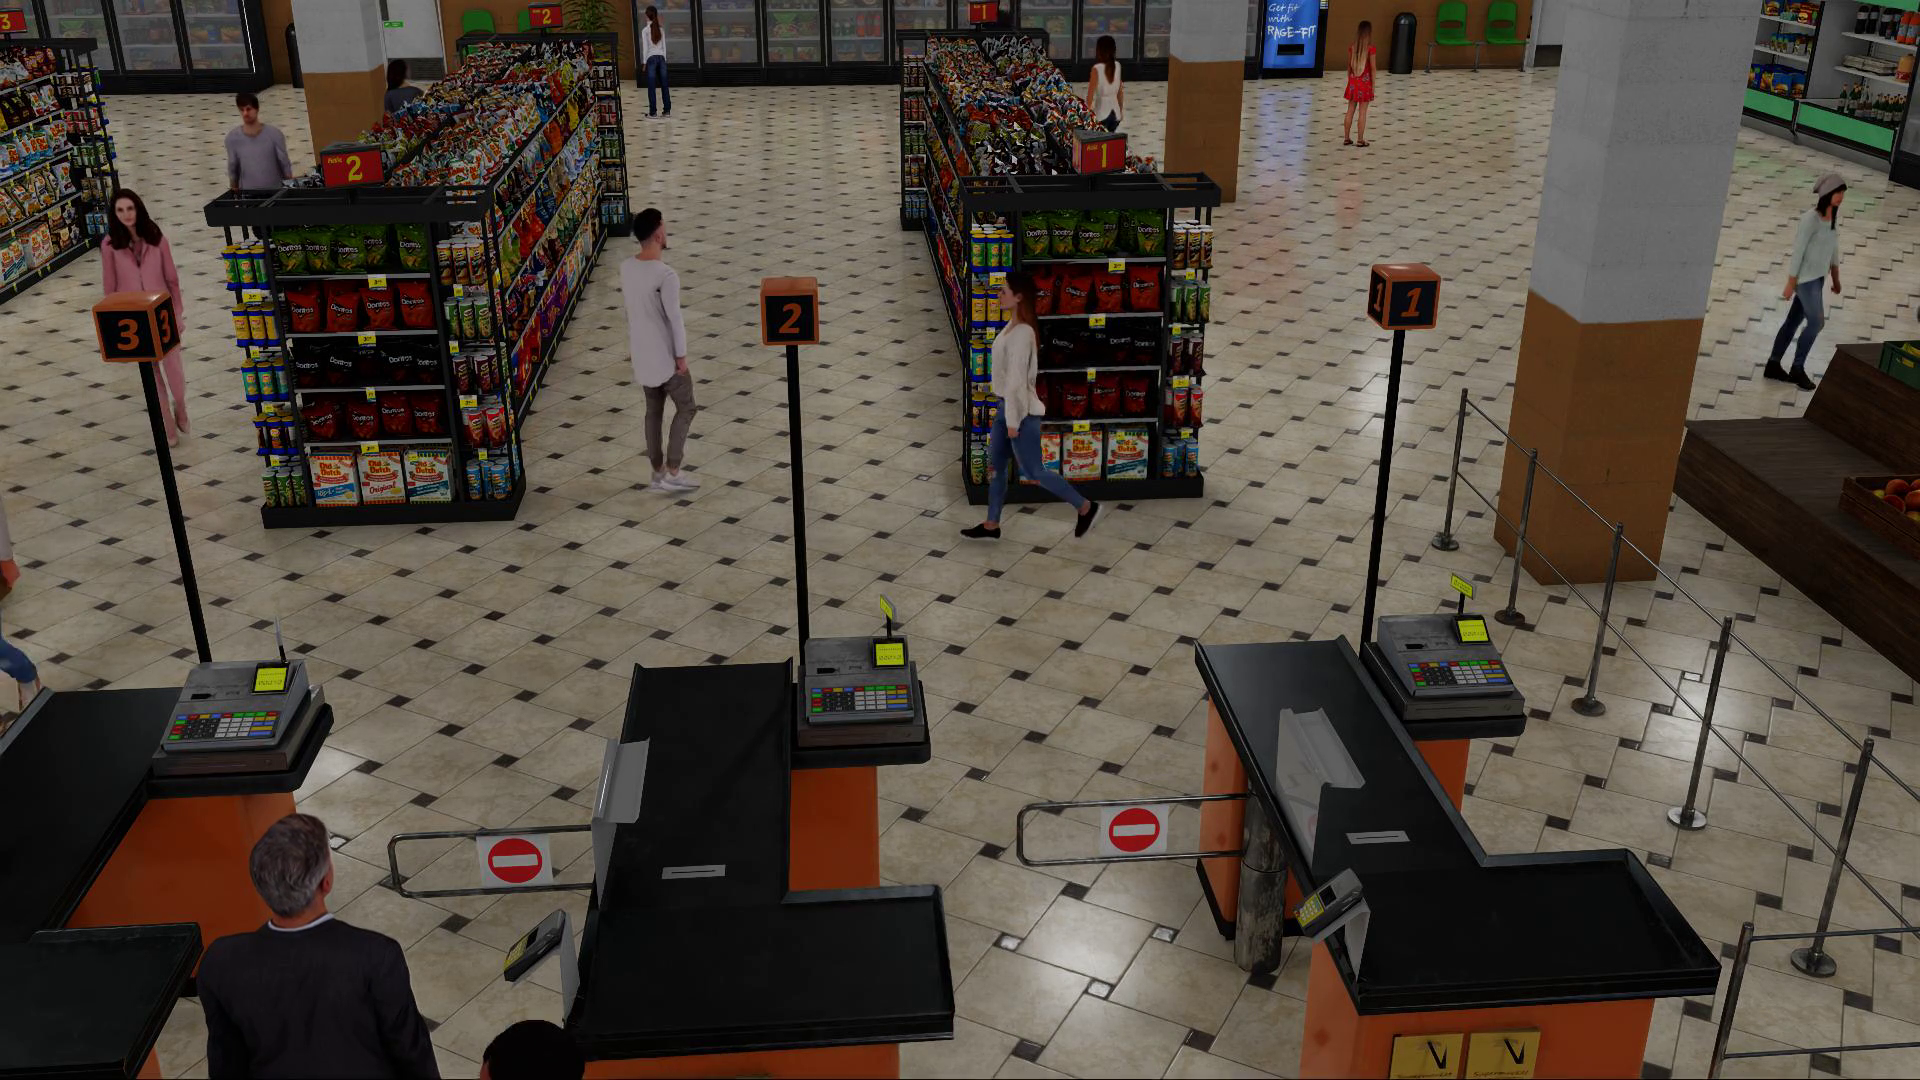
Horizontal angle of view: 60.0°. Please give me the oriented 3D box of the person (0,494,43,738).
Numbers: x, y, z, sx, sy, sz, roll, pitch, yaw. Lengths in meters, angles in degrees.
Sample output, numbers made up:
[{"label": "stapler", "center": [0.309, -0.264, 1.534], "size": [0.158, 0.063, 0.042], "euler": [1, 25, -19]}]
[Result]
[{"label": "person", "center": [-4.571, 0.087, 7.590], "size": [0.661, 1.890, 0.732], "euler": [-2, 24, -4]}]

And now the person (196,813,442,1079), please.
[{"label": "person", "center": [-1.631, 1.526, 4.366], "size": [0.724, 1.839, 0.567], "euler": [-1, 24, -3]}]

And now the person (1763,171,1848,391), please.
[{"label": "person", "center": [6.395, -2.000, 12.682], "size": [0.773, 1.632, 0.843], "euler": [-19, 30, -37]}]

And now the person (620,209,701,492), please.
[{"label": "person", "center": [-1.946, -1.183, 10.560], "size": [0.774, 1.836, 0.823], "euler": [17, 29, 33]}]

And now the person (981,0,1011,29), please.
[{"label": "person", "center": [0.567, -6.696, 23.200], "size": [1.141, 1.803, 1.108], "euler": [15, 28, 31]}]

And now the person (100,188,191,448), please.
[{"label": "person", "center": [-5.564, -1.522, 11.398], "size": [0.705, 1.786, 0.731], "euler": [-10, 26, -22]}]

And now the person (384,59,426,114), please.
[{"label": "person", "center": [-5.687, -4.088, 17.287], "size": [0.617, 1.766, 0.532], "euler": [-4, 24, -9]}]

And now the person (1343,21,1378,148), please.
[{"label": "person", "center": [5.253, -5.993, 21.856], "size": [0.657, 1.593, 0.727], "euler": [21, 31, 40]}]

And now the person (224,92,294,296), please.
[{"label": "person", "center": [-6.214, -3.086, 14.915], "size": [0.729, 1.832, 0.690], "euler": [-6, 24, -13]}]

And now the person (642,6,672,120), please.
[{"label": "person", "center": [-4.379, -6.866, 23.892], "size": [0.619, 1.559, 0.657], "euler": [-17, 29, -33]}]

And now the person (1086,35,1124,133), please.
[{"label": "person", "center": [1.721, -4.786, 18.877], "size": [0.736, 1.769, 0.771], "euler": [-15, 28, -31]}]

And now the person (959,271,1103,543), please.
[{"label": "person", "center": [0.427, -0.726, 9.726], "size": [0.733, 1.667, 1.032], "euler": [0, 24, 0]}]
